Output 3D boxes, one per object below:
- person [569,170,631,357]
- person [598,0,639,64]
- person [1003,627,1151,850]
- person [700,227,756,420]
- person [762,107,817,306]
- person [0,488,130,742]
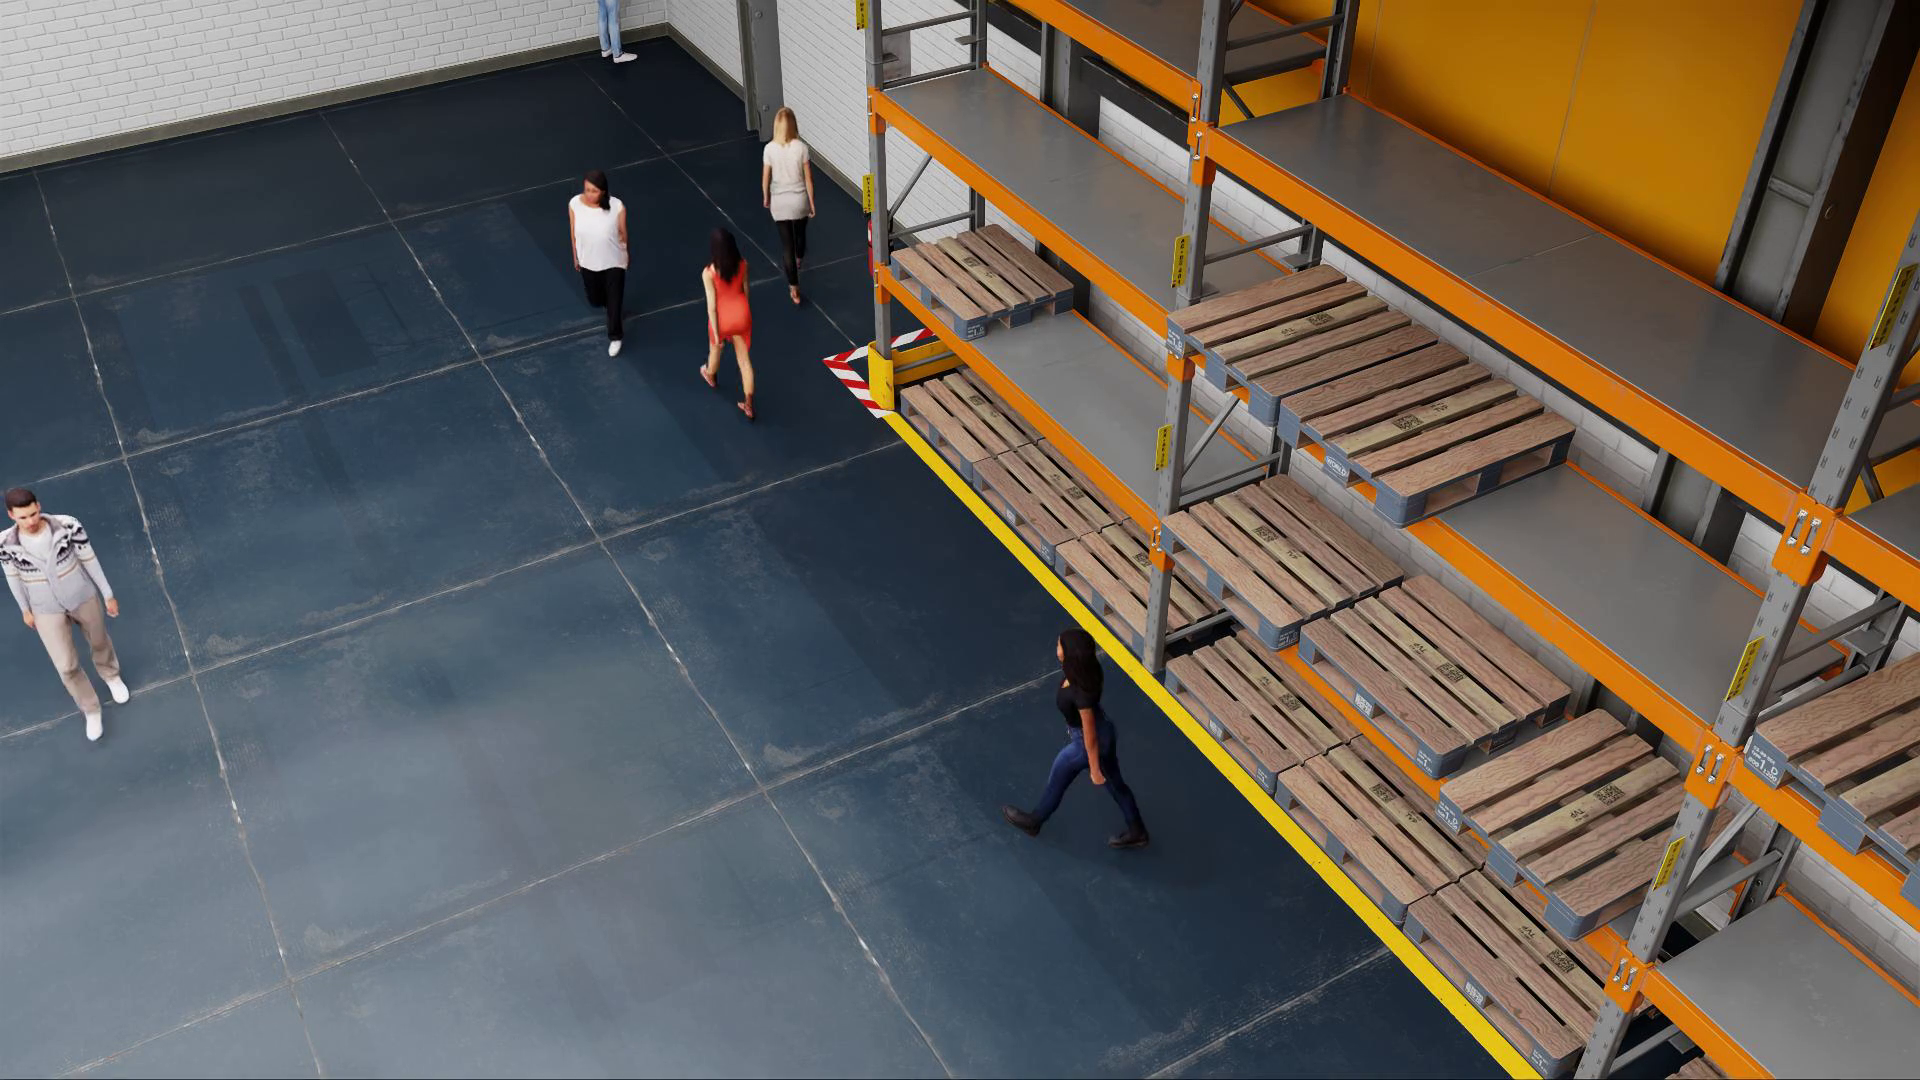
[{"bbox_3d":[-3.132,-2.491,14.610,0.950,1.671,1.047,3,39,4],"label":"person"},{"bbox_3d":[-4.174,-6.579,19.585,0.736,1.851,0.519,-26,45,-29],"label":"person"},{"bbox_3d":[0.868,1.254,9.908,1.157,1.687,1.123,5,39,6],"label":"person"},{"bbox_3d":[-1.838,-1.744,13.664,0.586,1.683,1.008,-19,42,-22],"label":"person"},{"bbox_3d":[-1.548,-2.998,15.162,0.949,1.773,1.247,-4,39,-5],"label":"person"},{"bbox_3d":[-5.892,0.350,10.919,0.721,1.838,0.872,-22,43,-25],"label":"person"}]
